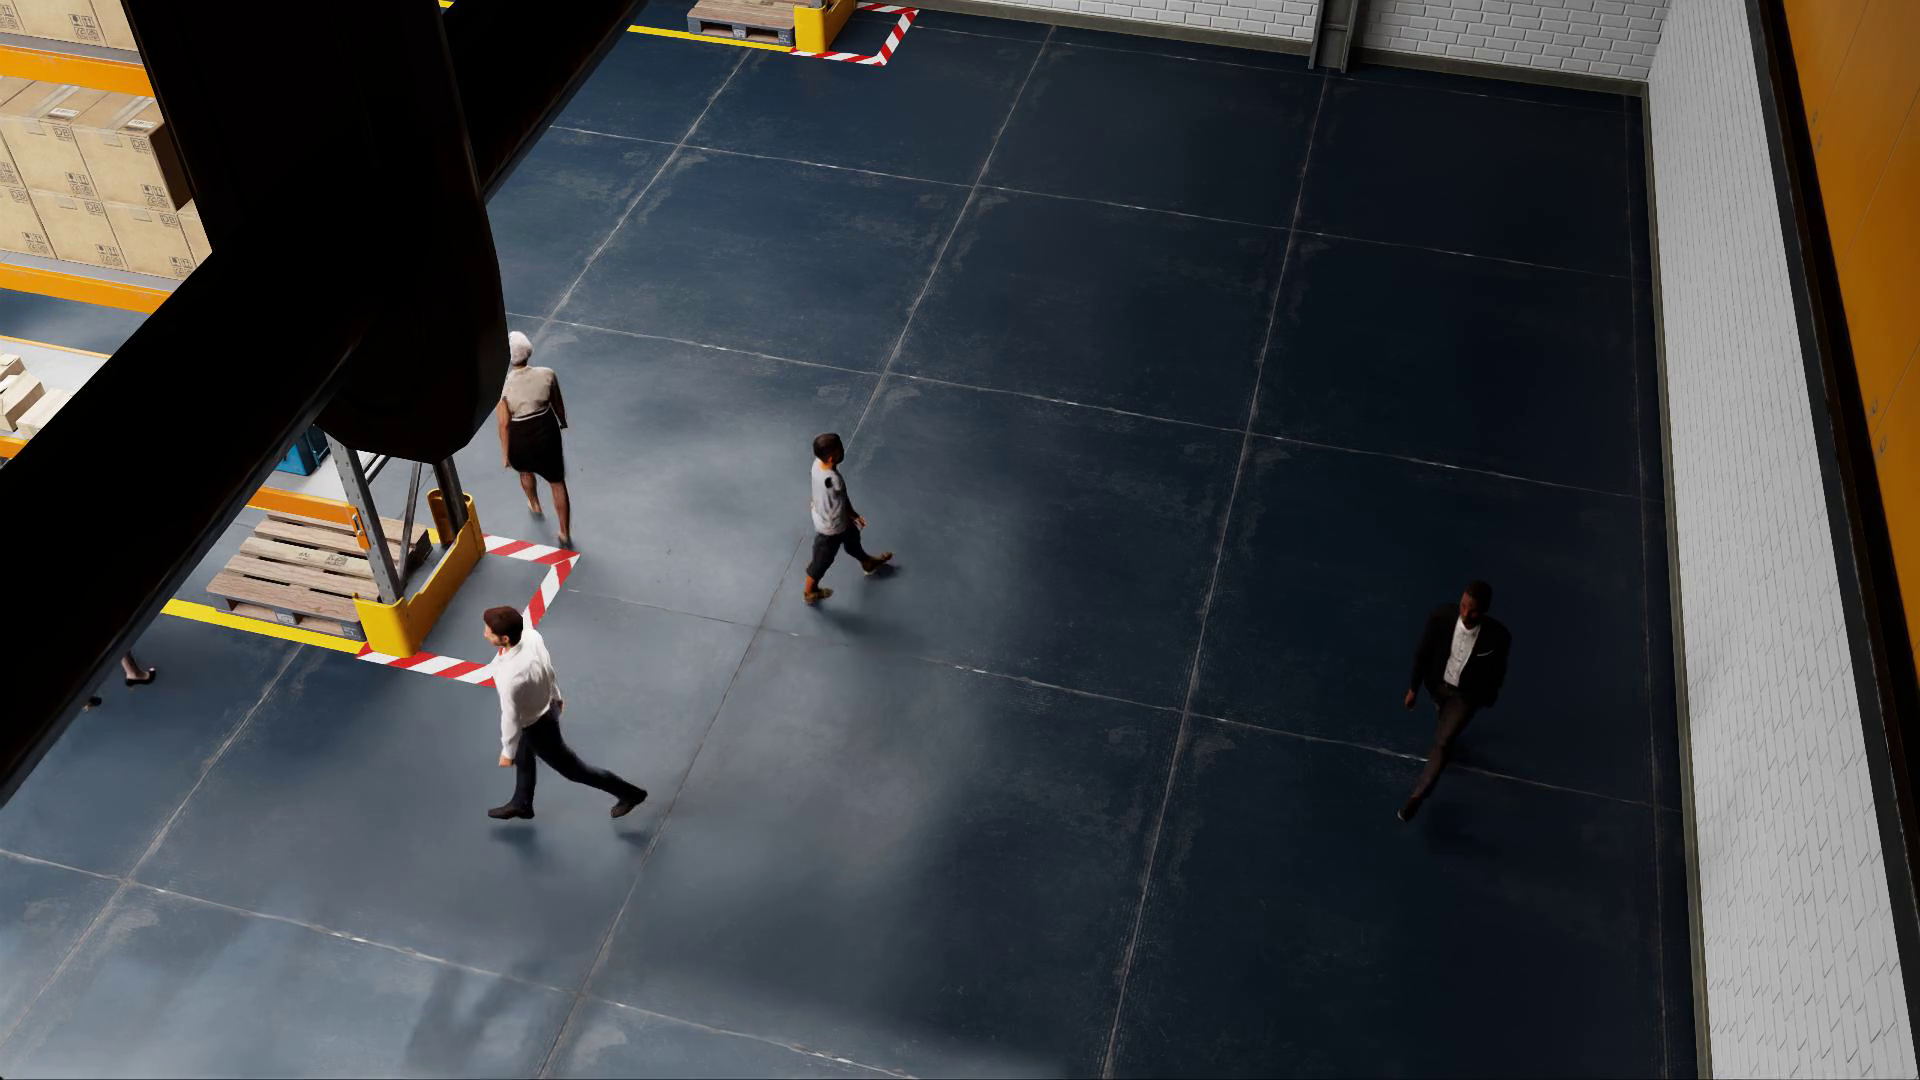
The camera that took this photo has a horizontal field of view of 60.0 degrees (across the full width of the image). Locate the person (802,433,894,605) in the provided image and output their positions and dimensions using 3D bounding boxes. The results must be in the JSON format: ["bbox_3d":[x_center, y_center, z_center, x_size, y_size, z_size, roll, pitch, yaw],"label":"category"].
[{"bbox_3d":[-0.949,-0.154,11.402,1.025,1.428,0.933,-18,47,-18],"label":"person"}]

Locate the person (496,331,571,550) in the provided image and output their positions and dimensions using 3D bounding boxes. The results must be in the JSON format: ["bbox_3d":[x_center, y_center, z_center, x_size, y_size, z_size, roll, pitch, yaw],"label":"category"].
[{"bbox_3d":[-2.960,-0.625,11.681,0.991,1.723,1.038,-18,46,-18],"label":"person"}]

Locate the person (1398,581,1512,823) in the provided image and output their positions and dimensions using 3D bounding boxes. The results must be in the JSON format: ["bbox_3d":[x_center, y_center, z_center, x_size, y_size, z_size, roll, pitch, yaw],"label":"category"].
[{"bbox_3d":[3.035,0.840,10.133,1.214,1.740,1.004,26,49,24],"label":"person"}]

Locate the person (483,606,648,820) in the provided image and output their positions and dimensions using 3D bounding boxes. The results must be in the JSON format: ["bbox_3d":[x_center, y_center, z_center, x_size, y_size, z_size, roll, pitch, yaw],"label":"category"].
[{"bbox_3d":[-2.388,1.090,9.805,1.320,1.829,0.968,-4,44,-4],"label":"person"}]
